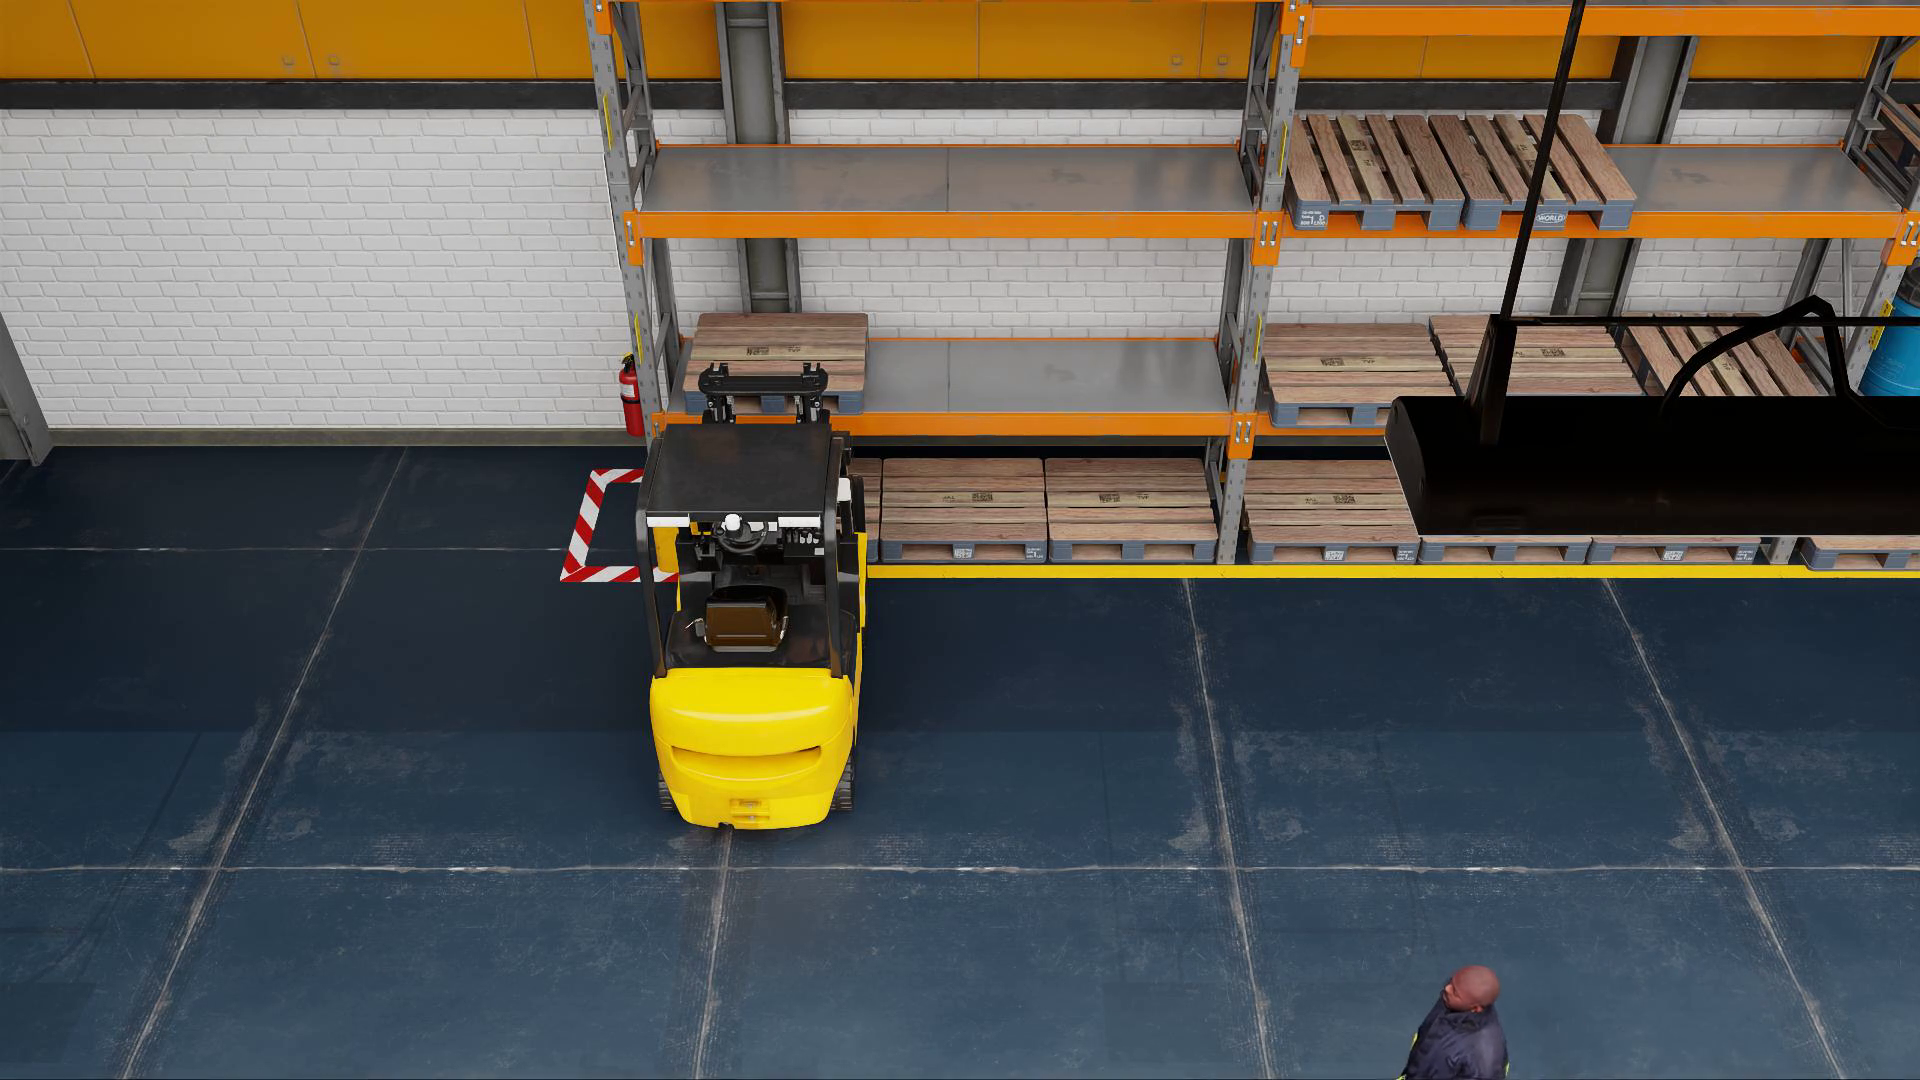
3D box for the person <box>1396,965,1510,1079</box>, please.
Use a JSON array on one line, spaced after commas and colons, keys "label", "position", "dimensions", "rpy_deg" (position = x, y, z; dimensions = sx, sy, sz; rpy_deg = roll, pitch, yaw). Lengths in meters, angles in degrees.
[{"label": "person", "position": [2.315, 2.542, 7.603], "dimensions": [0.742, 1.810, 0.742], "rpy_deg": [-2, 39, -3]}]
